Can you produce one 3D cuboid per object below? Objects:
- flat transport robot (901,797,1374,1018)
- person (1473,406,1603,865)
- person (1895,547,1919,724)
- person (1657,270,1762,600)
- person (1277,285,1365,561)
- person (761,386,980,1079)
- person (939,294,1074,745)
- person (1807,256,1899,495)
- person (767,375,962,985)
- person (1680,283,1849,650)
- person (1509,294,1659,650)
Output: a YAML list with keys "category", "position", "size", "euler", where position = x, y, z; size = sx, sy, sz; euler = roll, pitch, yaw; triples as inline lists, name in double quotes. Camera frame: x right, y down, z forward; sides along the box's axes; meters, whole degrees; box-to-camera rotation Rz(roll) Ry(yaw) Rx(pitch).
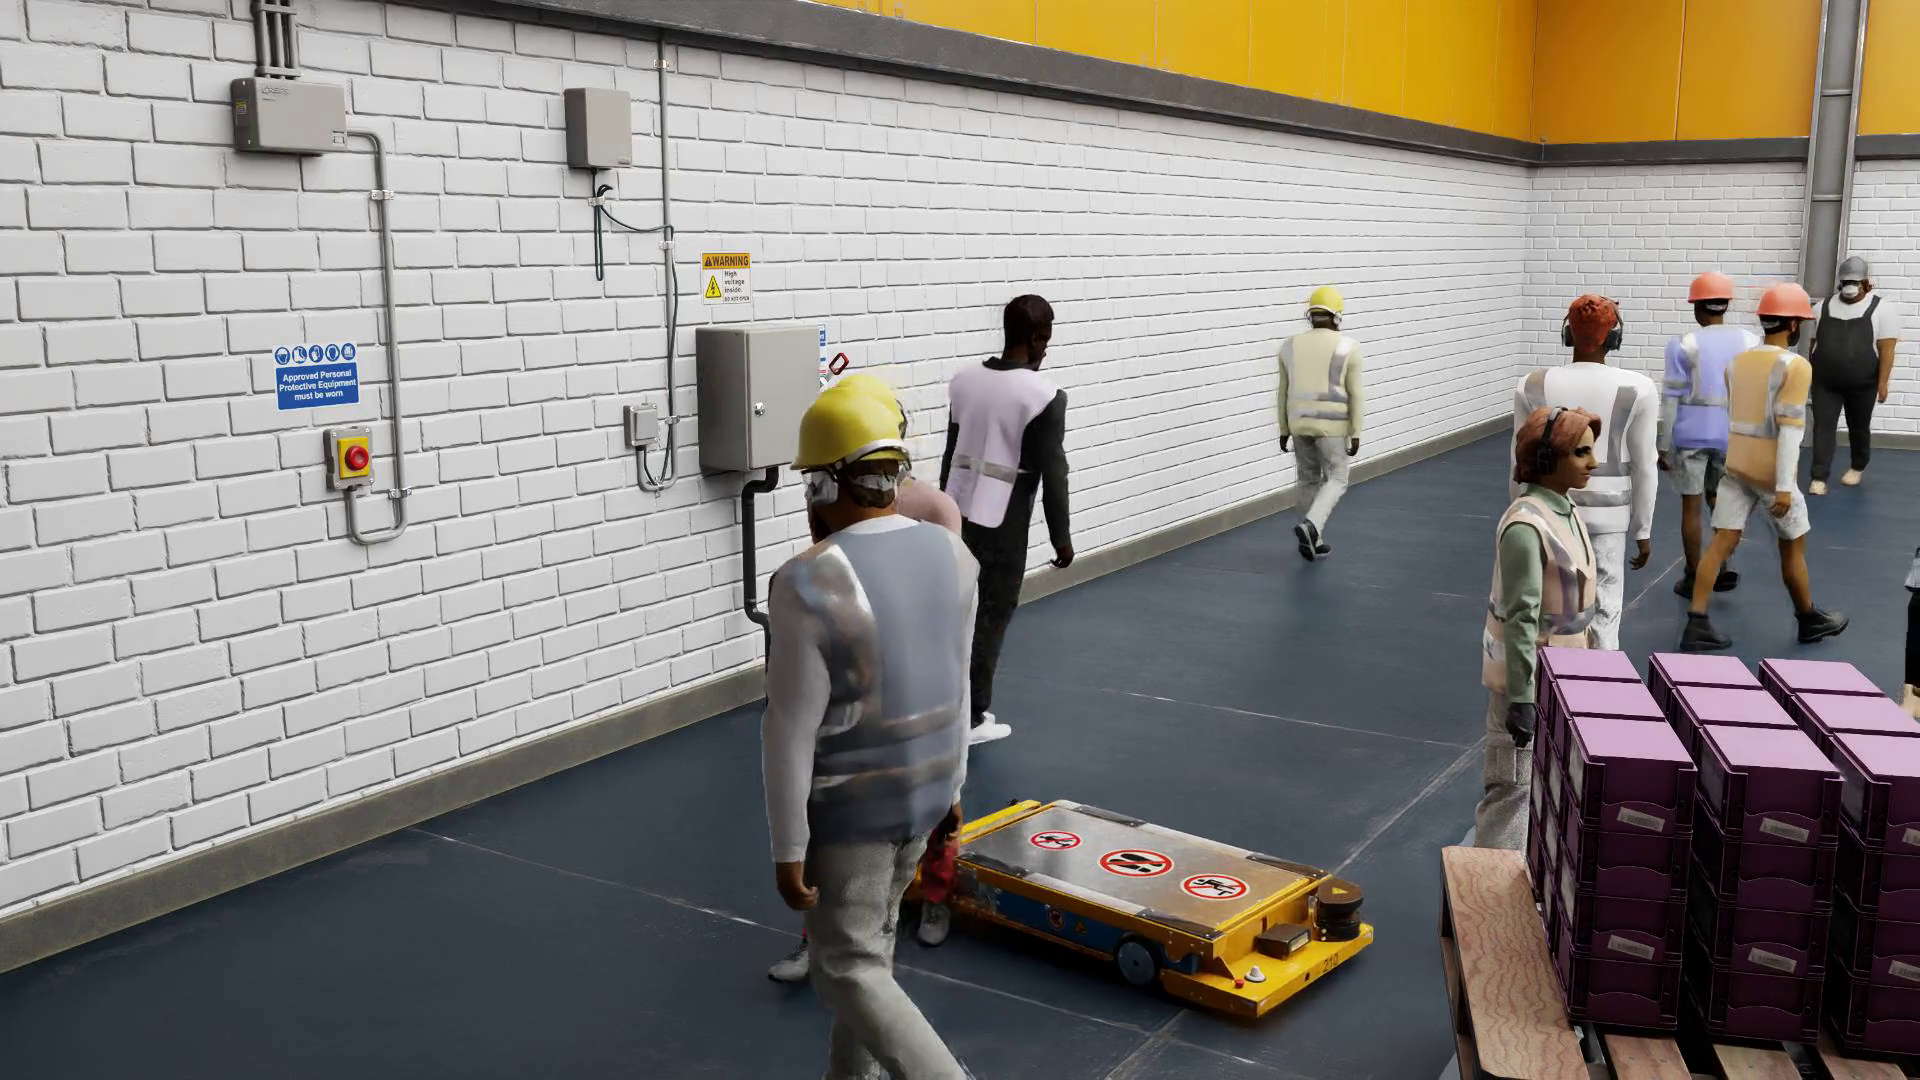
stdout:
- category: "flat transport robot"
  position: [0.464, 1.061, 5.094]
  size: [1.431, 0.197, 0.652]
  euler: [9, 14, 41]
- category: "person"
  position: [1.659, 0.430, 4.801]
  size: [0.310, 1.638, 0.522]
  euler: [6, 12, 30]
- category: "person"
  position: [4.230, 0.013, 6.996]
  size: [0.693, 1.669, 0.543]
  euler: [-7, 12, -34]
- category: "person"
  position: [4.344, -0.596, 9.691]
  size: [0.566, 1.922, 0.439]
  euler: [0, 10, 2]
- category: "person"
  position: [2.307, -0.738, 10.780]
  size: [0.601, 1.818, 0.634]
  euler: [8, 13, 36]
- category: "person"
  position: [-0.149, 0.569, 3.620]
  size: [0.751, 1.796, 0.599]
  euler: [9, 13, 40]
- category: "person"
  position: [0.181, -0.064, 6.877]
  size: [0.506, 1.885, 0.630]
  euler: [-8, 13, -39]
- category: "person"
  position: [7.473, -1.426, 13.969]
  size: [0.684, 2.000, 1.057]
  euler: [8, 13, 38]
- category: "person"
  position: [-0.232, 0.396, 4.722]
  size: [0.549, 1.714, 0.829]
  euler: [4, 11, 23]
- category: "person"
  position: [4.153, -0.366, 8.534]
  size: [1.010, 1.879, 0.569]
  euler: [-3, 11, -18]
- category: "person"
  position: [2.562, -0.065, 6.869]
  size: [0.574, 1.883, 0.355]
  euler: [6, 12, 29]
